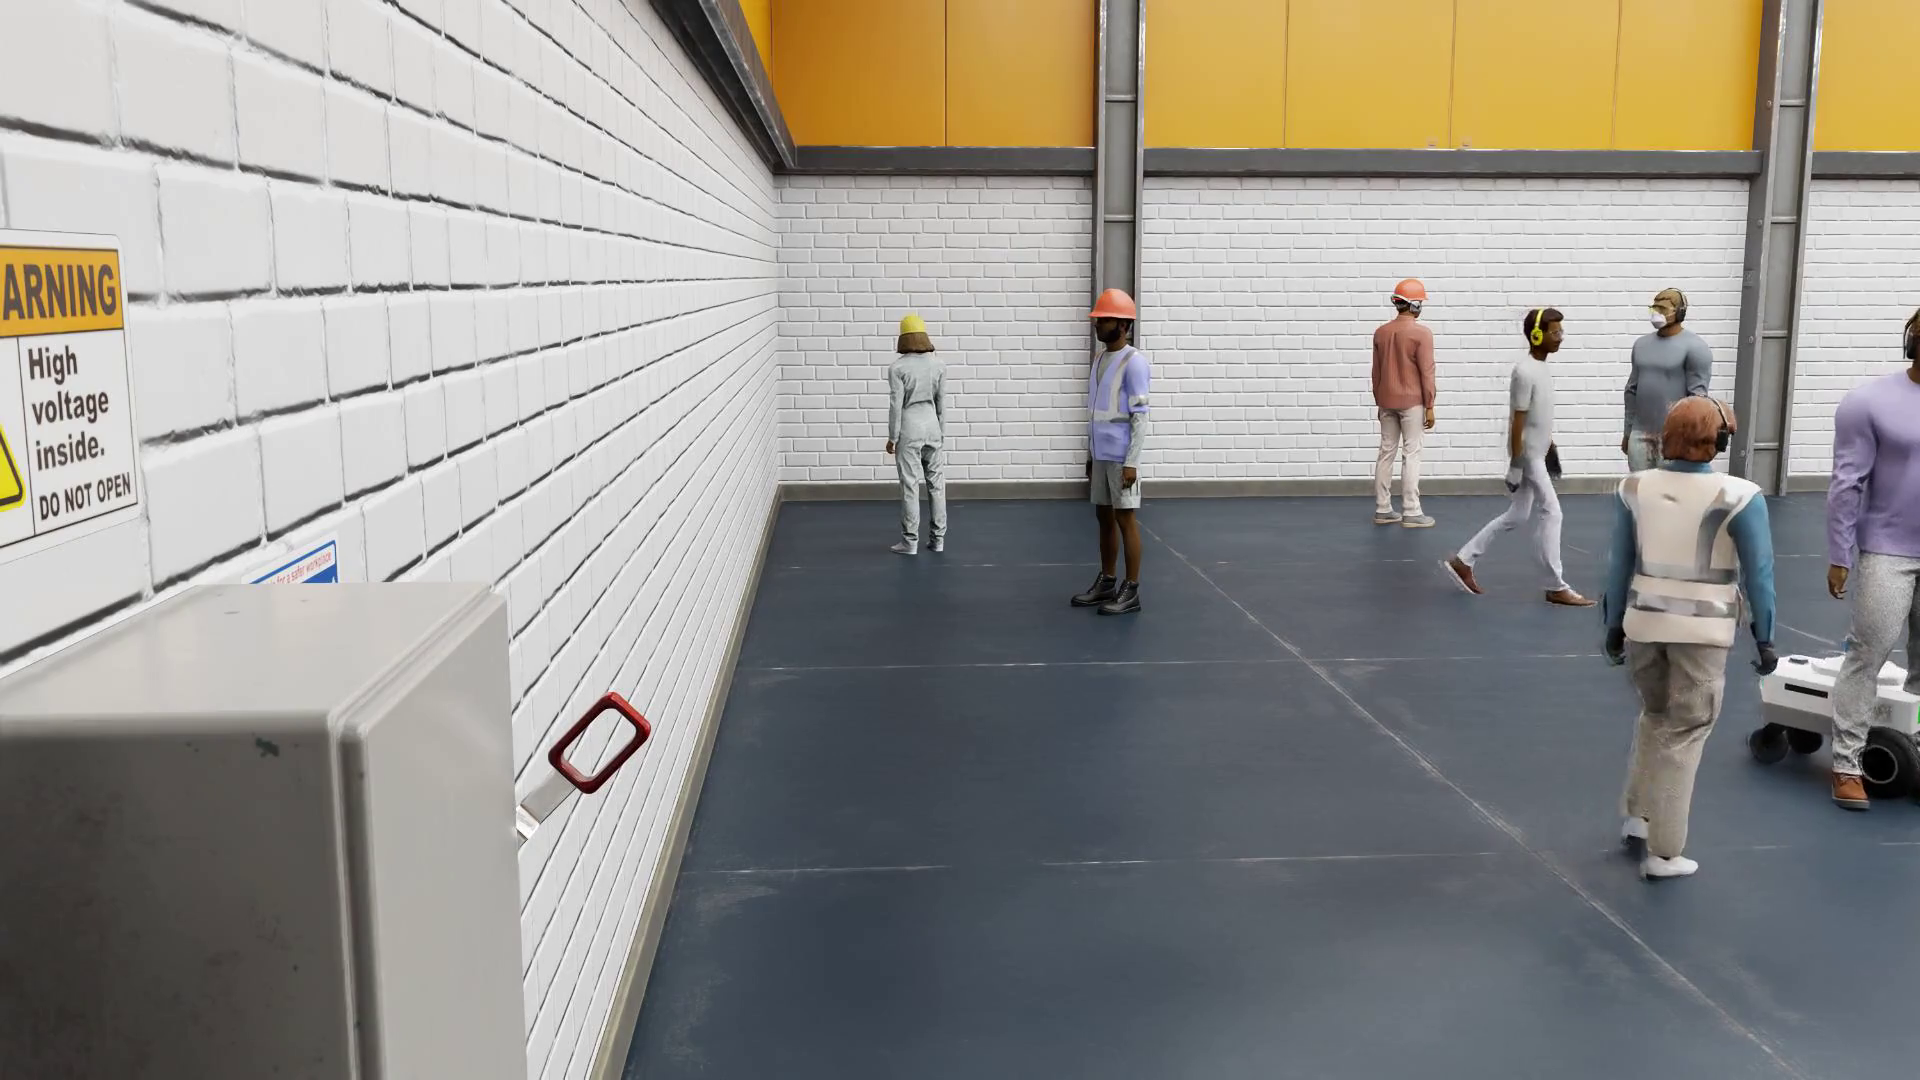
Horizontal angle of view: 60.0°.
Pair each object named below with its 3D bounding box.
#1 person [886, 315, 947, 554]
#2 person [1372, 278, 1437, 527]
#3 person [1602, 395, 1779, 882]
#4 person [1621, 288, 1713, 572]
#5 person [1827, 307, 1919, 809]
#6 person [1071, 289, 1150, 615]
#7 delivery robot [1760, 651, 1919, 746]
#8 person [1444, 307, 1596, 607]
[{"bbox_3d":[-0.323,-0.764,12.112,0.483,1.735,0.311,-6,11,-31],"label":"person"},{"bbox_3d":[3.583,-1.099,13.404,0.375,1.995,0.611,-6,11,-34],"label":"person"},{"bbox_3d":[2.466,0.330,5.615,0.536,1.624,0.535,-6,11,-35],"label":"person"},{"bbox_3d":[4.678,-0.704,11.101,0.372,1.940,0.630,-4,10,-26],"label":"person"},{"bbox_3d":[3.595,0.066,6.266,0.635,1.936,0.355,1,9,8],"label":"person"},{"bbox_3d":[0.910,-0.524,9.958,0.354,1.942,0.545,-4,10,-26],"label":"person"},{"bbox_3d":[3.618,0.639,6.702,0.477,0.478,0.707,-6,11,-32],"label":"delivery robot"},{"bbox_3d":[3.489,-0.526,10.316,0.887,1.842,0.526,4,10,26],"label":"person"}]
